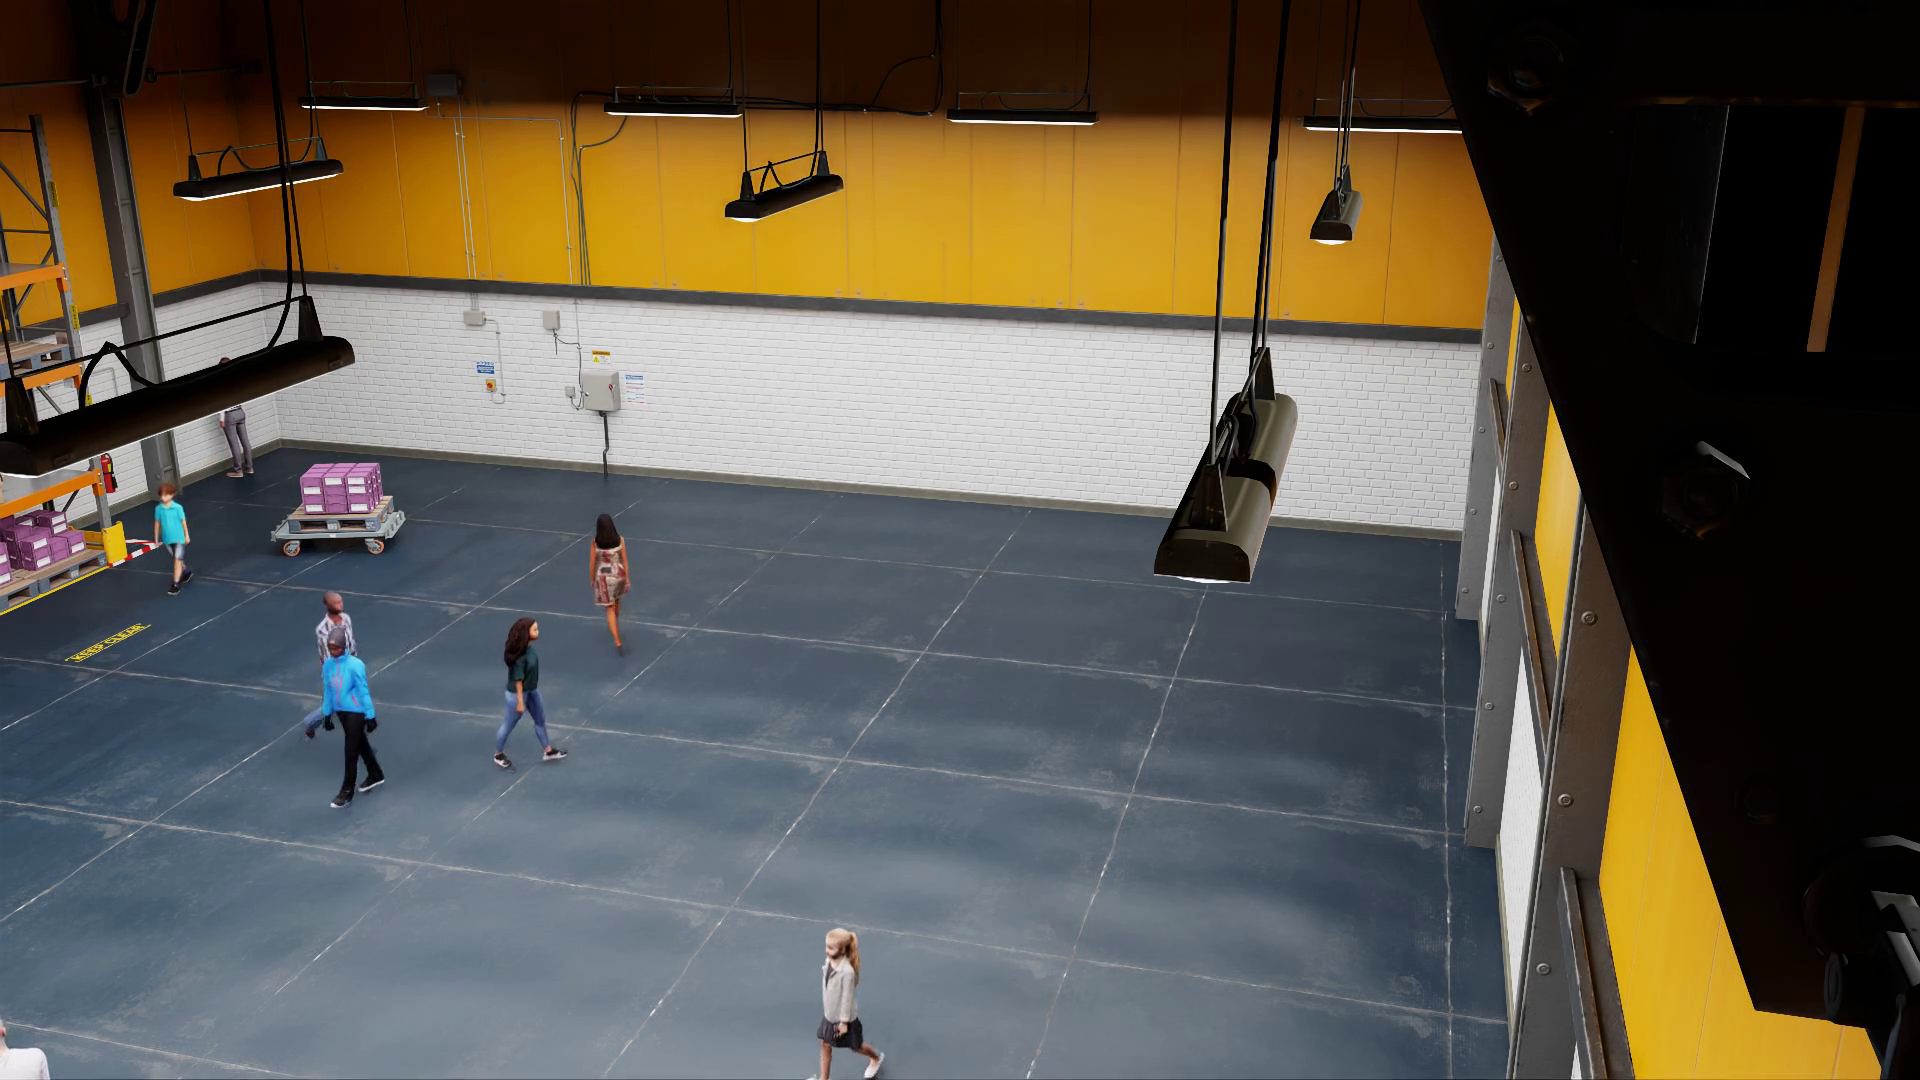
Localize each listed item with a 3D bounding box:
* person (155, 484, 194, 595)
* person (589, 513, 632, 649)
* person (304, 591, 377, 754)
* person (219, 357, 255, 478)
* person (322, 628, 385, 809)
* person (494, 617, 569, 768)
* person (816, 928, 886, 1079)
[{"bbox_3d":[-10.274,-0.049,21.788,0.680,1.416,1.018,1,19,2],"label":"person"},{"bbox_3d":[-4.161,0.522,19.808,1.065,1.597,1.199,-8,20,-22],"label":"person"},{"bbox_3d":[-6.420,1.367,17.022,0.744,1.775,0.950,6,20,18],"label":"person"},{"bbox_3d":[-11.683,-1.996,26.754,0.725,1.937,0.515,7,20,21],"label":"person"},{"bbox_3d":[-5.853,1.652,16.191,0.748,1.764,1.013,8,20,22],"label":"person"},{"bbox_3d":[-4.493,1.552,16.788,0.813,1.574,0.963,0,19,1],"label":"person"},{"bbox_3d":[-0.799,3.359,11.919,0.919,1.257,0.811,-14,23,-35],"label":"person"}]
